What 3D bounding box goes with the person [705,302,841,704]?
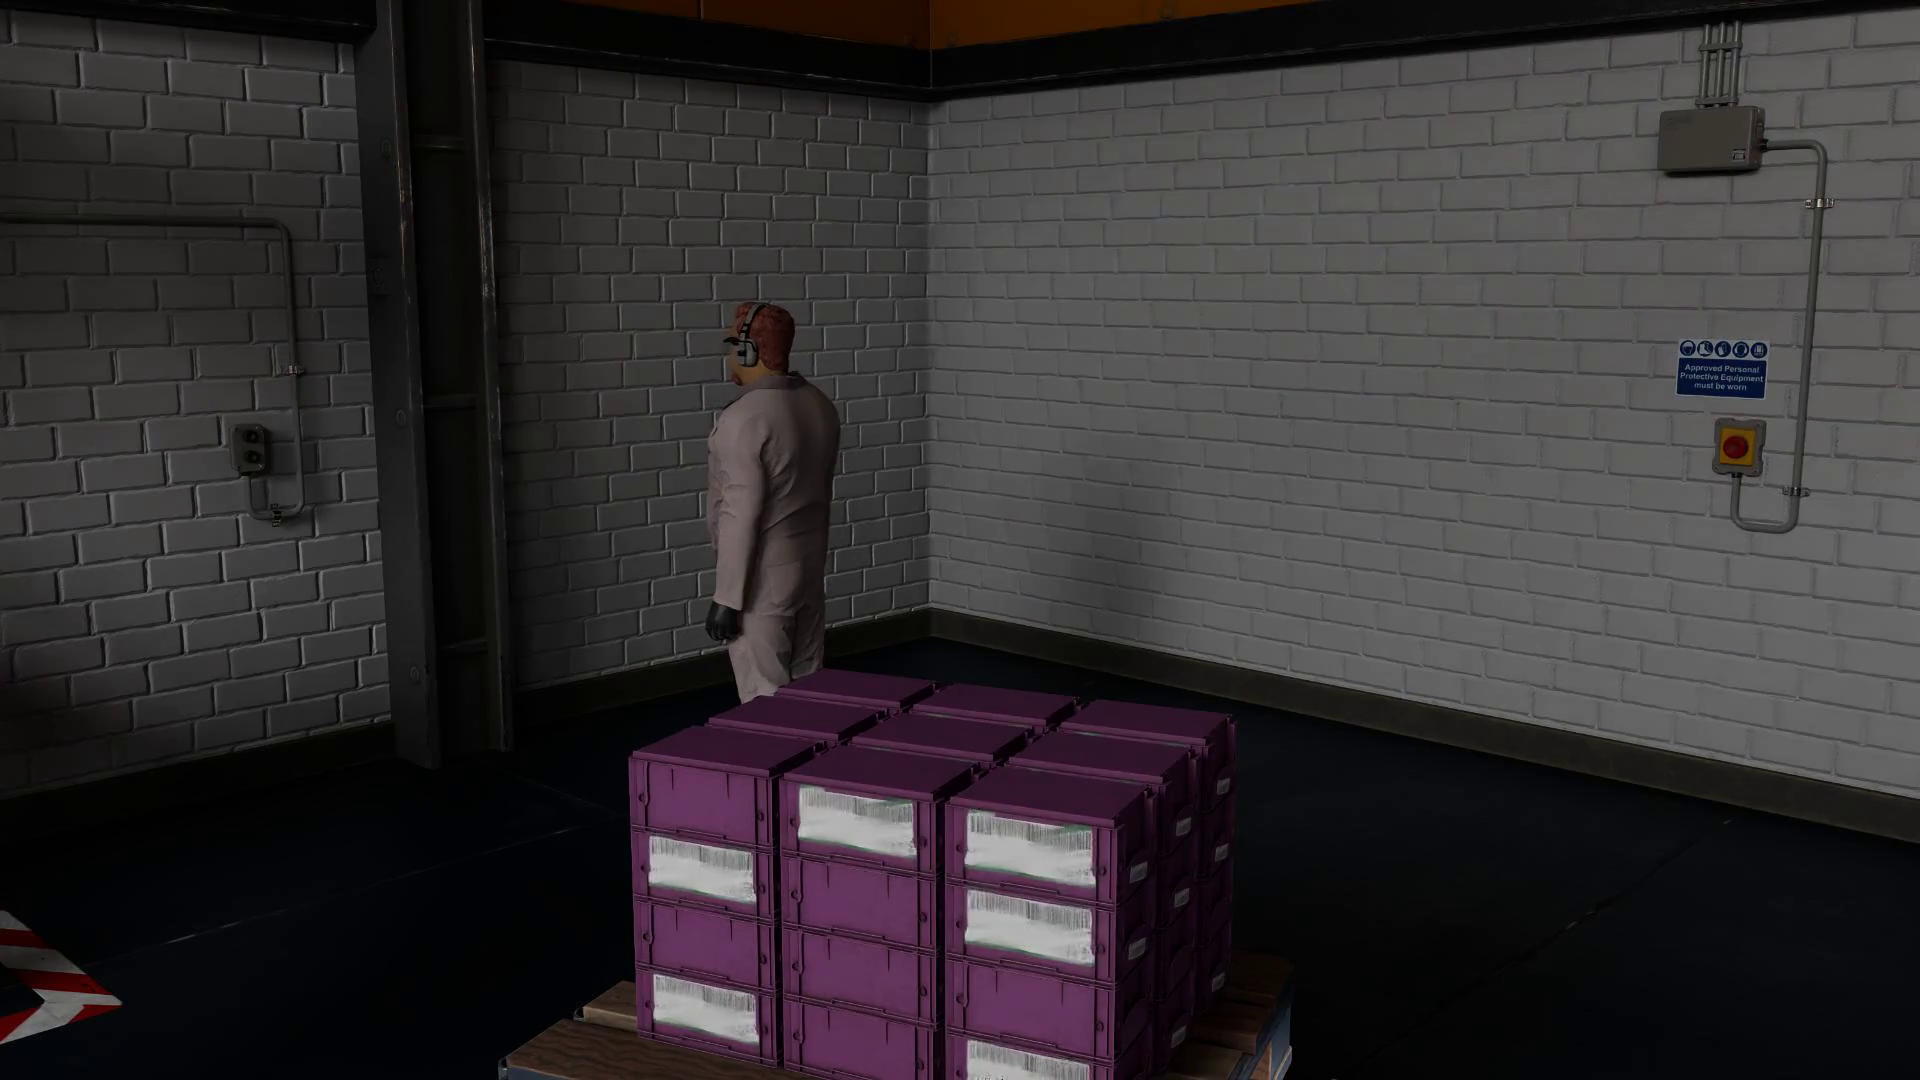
[{"bbox_3d":[-0.681,0.133,5.806,0.406,1.911,0.639,4,10,25],"label":"person"}]
